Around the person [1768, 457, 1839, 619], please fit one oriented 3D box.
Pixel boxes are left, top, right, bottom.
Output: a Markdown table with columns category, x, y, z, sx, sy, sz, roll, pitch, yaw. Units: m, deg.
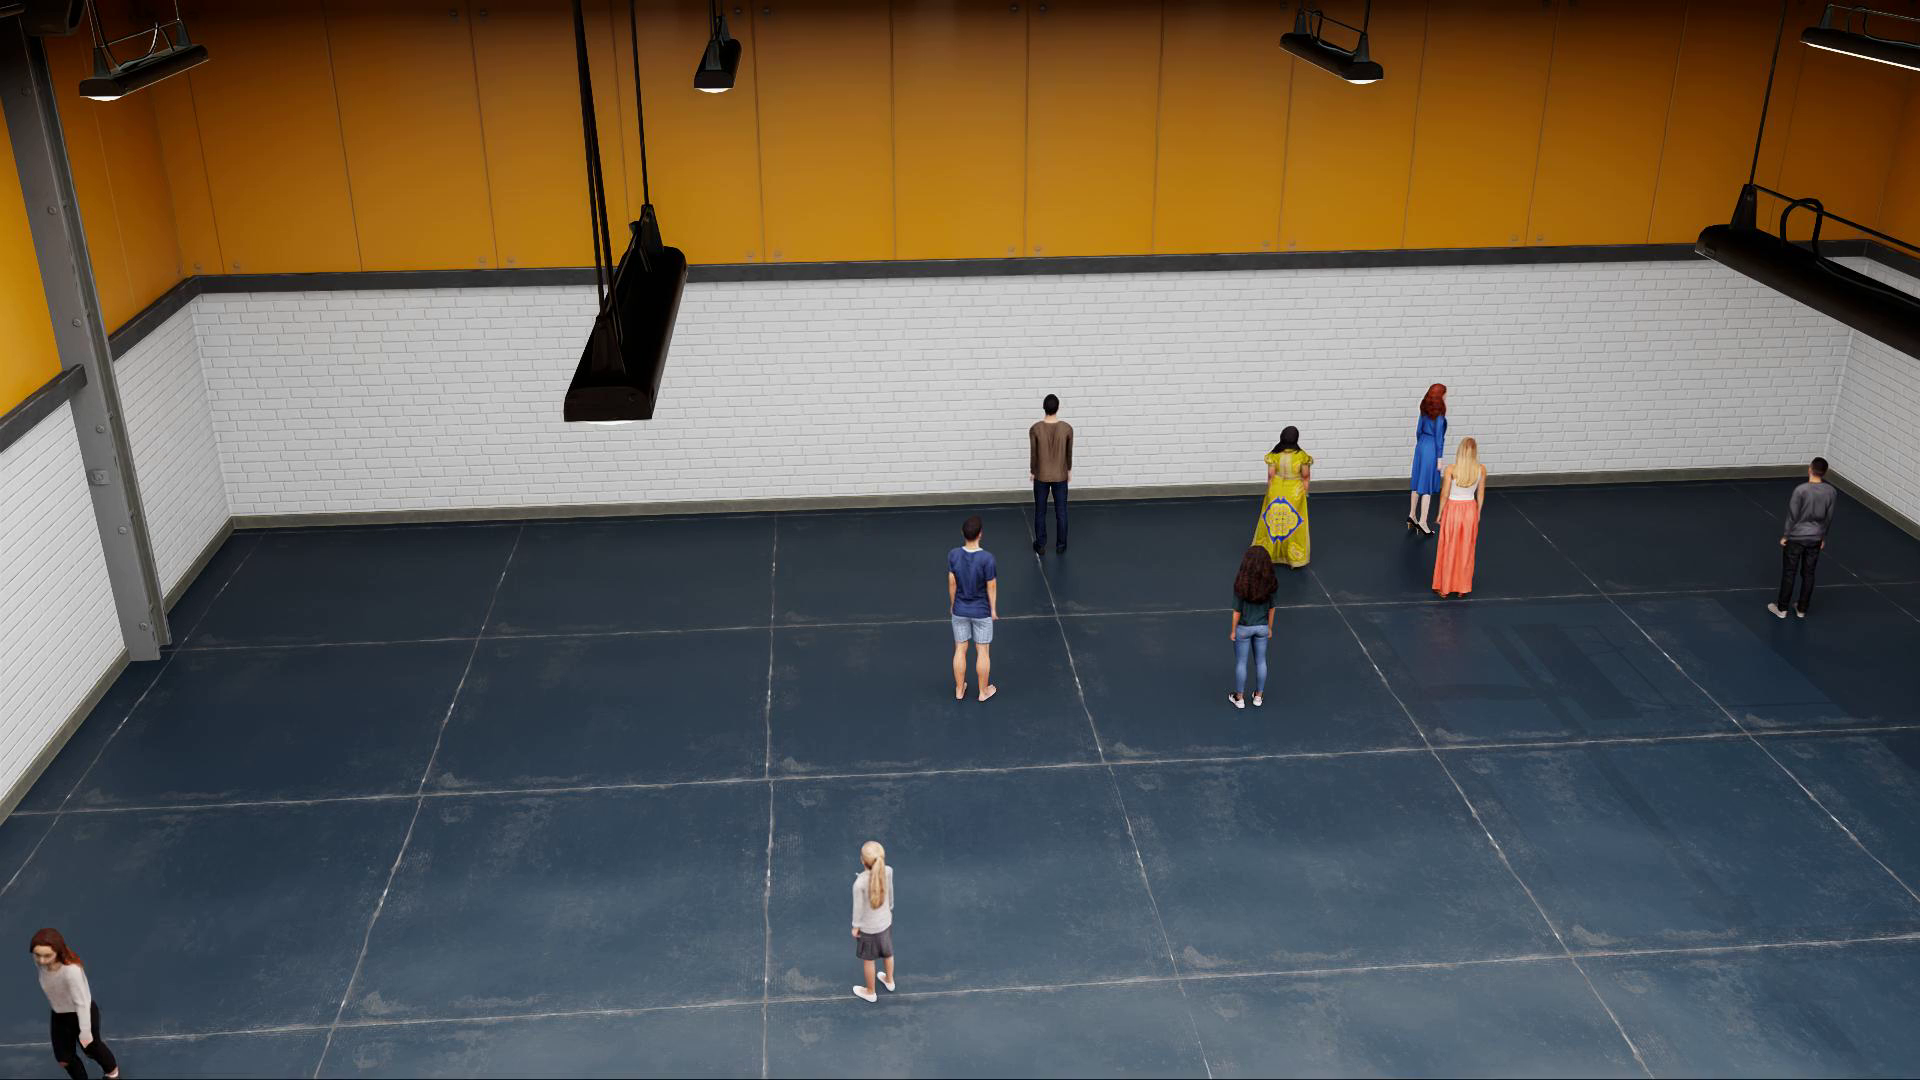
| category | x | y | z | sx | sy | sz | roll | pitch | yaw |
| --- | --- | --- | --- | --- | --- | --- | --- | --- | --- |
| person | 8.774 | -0.026 | 17.273 | 0.648 | 1.760 | 0.586 | 2 | 24 | 4 |

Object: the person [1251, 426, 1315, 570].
| category | x | y | z | sx | sy | sz | roll | pitch | yaw |
| --- | --- | --- | --- | --- | --- | --- | --- | --- | --- |
| person | 3.621 | -0.482 | 18.440 | 0.968 | 1.661 | 0.941 | 7 | 25 | 15 |

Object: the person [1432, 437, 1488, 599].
| category | x | y | z | sx | sy | sz | roll | pitch | yaw |
| --- | --- | --- | --- | --- | --- | --- | --- | --- | --- |
| person | 5.324 | -0.242 | 17.714 | 0.646 | 1.803 | 0.606 | 1 | 24 | 2 |

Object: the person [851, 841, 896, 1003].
| category | x | y | z | sx | sy | sz | roll | pitch | yaw |
| --- | --- | --- | --- | --- | --- | --- | --- | --- | --- |
| person | -0.604 | 2.668 | 11.717 | 0.603 | 1.275 | 0.651 | -19 | 30 | -36 |

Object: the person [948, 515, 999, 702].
| category | x | y | z | sx | sy | sz | roll | pitch | yaw |
| --- | --- | --- | --- | --- | --- | --- | --- | --- | --- |
| person | 0.116 | 0.648 | 15.622 | 0.690 | 1.849 | 0.674 | 6 | 24 | 14 |

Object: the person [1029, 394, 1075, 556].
| category | x | y | z | sx | sy | sz | roll | pitch | yaw |
| --- | --- | --- | --- | --- | --- | --- | --- | --- | --- |
| person | 1.025 | -0.741 | 18.750 | 0.650 | 1.888 | 0.570 | -1 | 24 | -2 |

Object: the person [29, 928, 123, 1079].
| category | x | y | z | sx | sy | sz | roll | pitch | yaw |
| --- | --- | --- | --- | --- | --- | --- | --- | --- | --- |
| person | -5.662 | 3.018 | 10.698 | 0.671 | 1.449 | 0.736 | 11 | 26 | 23 |

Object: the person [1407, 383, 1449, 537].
| category | x | y | z | sx | sy | sz | roll | pitch | yaw |
| --- | --- | --- | --- | --- | --- | --- | --- | --- | --- |
| person | 5.426 | -0.945 | 19.292 | 0.721 | 1.827 | 0.569 | -7 | 24 | -15 |

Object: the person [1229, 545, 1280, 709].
| category | x | y | z | sx | sy | sz | roll | pitch | yaw |
| --- | --- | --- | --- | --- | --- | --- | --- | --- | --- |
| person | 2.728 | 0.805 | 15.553 | 0.598 | 1.616 | 0.589 | -3 | 24 | -7 |
